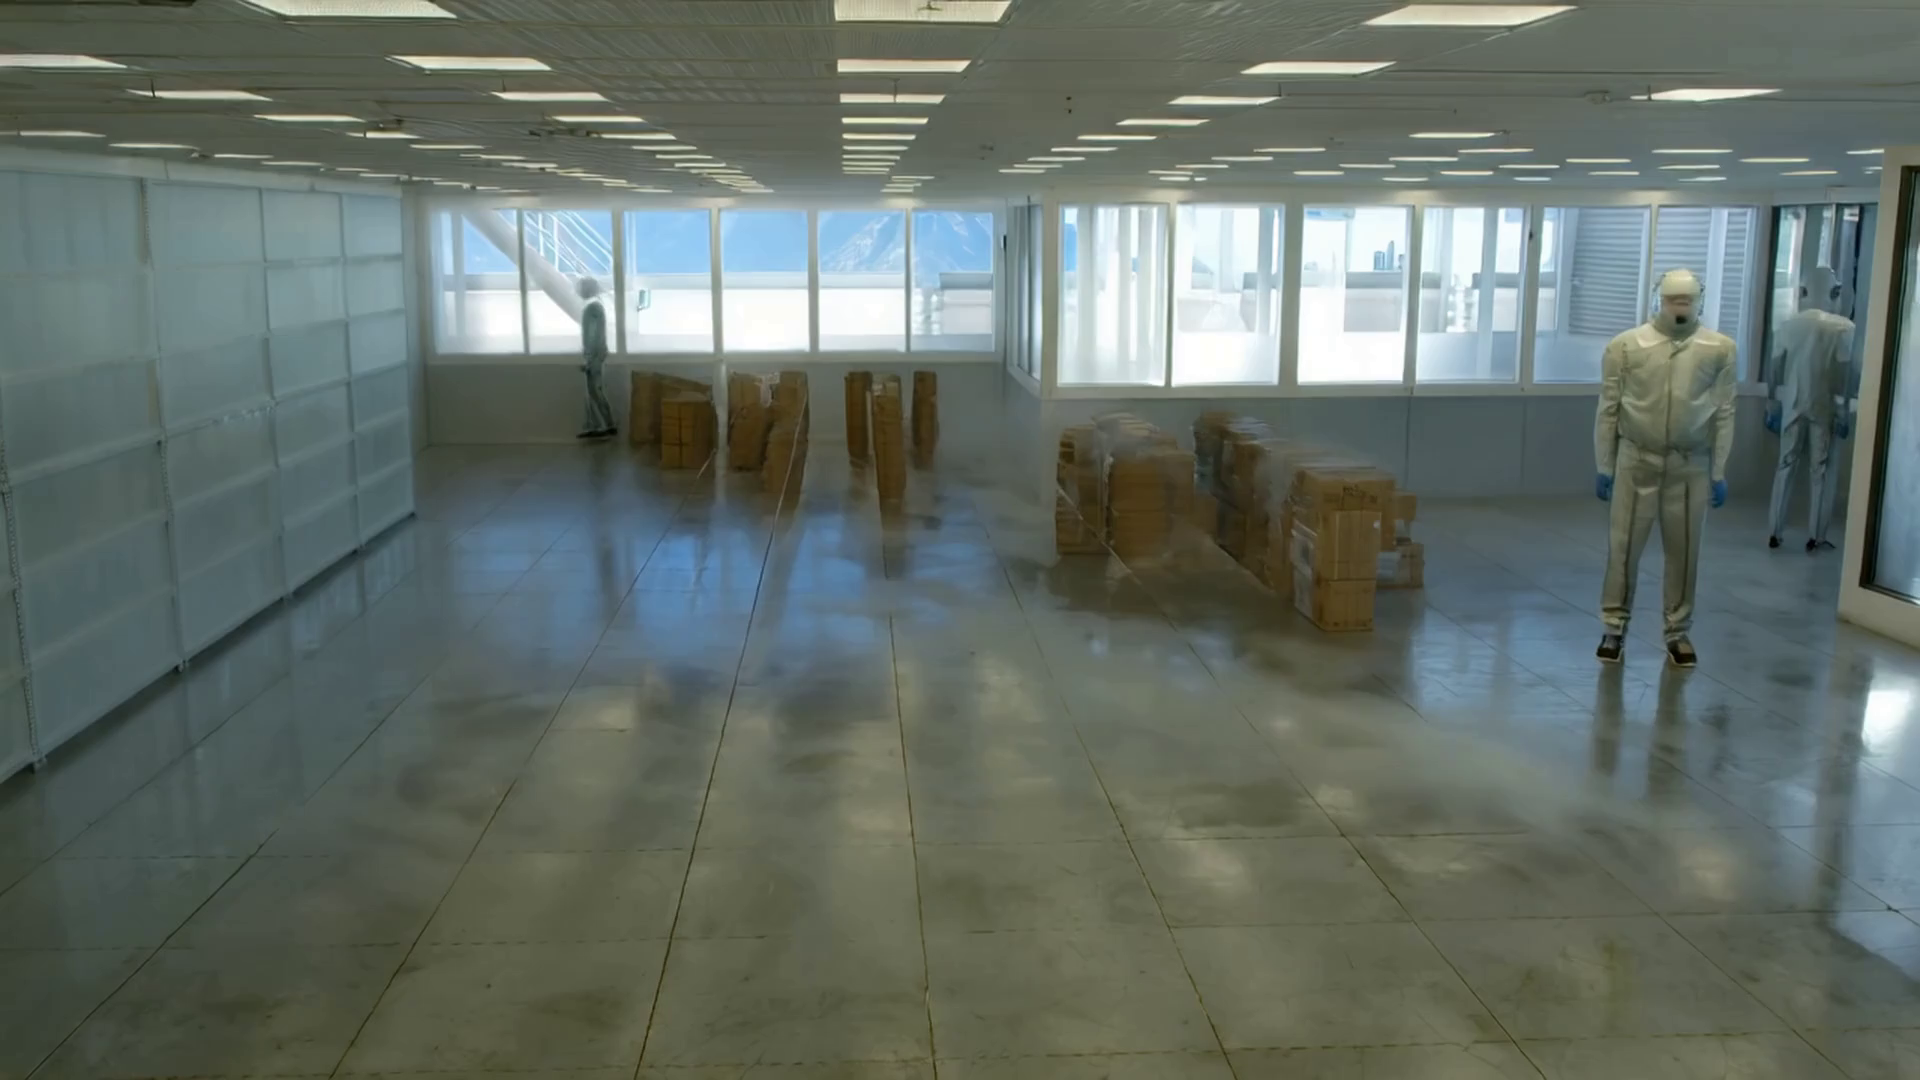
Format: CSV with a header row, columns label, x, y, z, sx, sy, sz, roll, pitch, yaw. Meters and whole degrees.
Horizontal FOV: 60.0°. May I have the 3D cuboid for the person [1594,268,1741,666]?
label,x,y,z,sx,sy,sz,roll,pitch,yaw
person,3.397,-0.346,8.042,0.641,1.913,0.407,3,11,16

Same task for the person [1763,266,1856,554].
label,x,y,z,sx,sy,sz,roll,pitch,yaw
person,5.524,-0.840,10.831,0.535,1.868,0.309,9,14,39

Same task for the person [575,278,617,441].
label,x,y,z,sx,sy,sz,roll,pitch,yaw
person,-3.635,-1.814,16.742,0.445,1.620,0.635,0,11,3
